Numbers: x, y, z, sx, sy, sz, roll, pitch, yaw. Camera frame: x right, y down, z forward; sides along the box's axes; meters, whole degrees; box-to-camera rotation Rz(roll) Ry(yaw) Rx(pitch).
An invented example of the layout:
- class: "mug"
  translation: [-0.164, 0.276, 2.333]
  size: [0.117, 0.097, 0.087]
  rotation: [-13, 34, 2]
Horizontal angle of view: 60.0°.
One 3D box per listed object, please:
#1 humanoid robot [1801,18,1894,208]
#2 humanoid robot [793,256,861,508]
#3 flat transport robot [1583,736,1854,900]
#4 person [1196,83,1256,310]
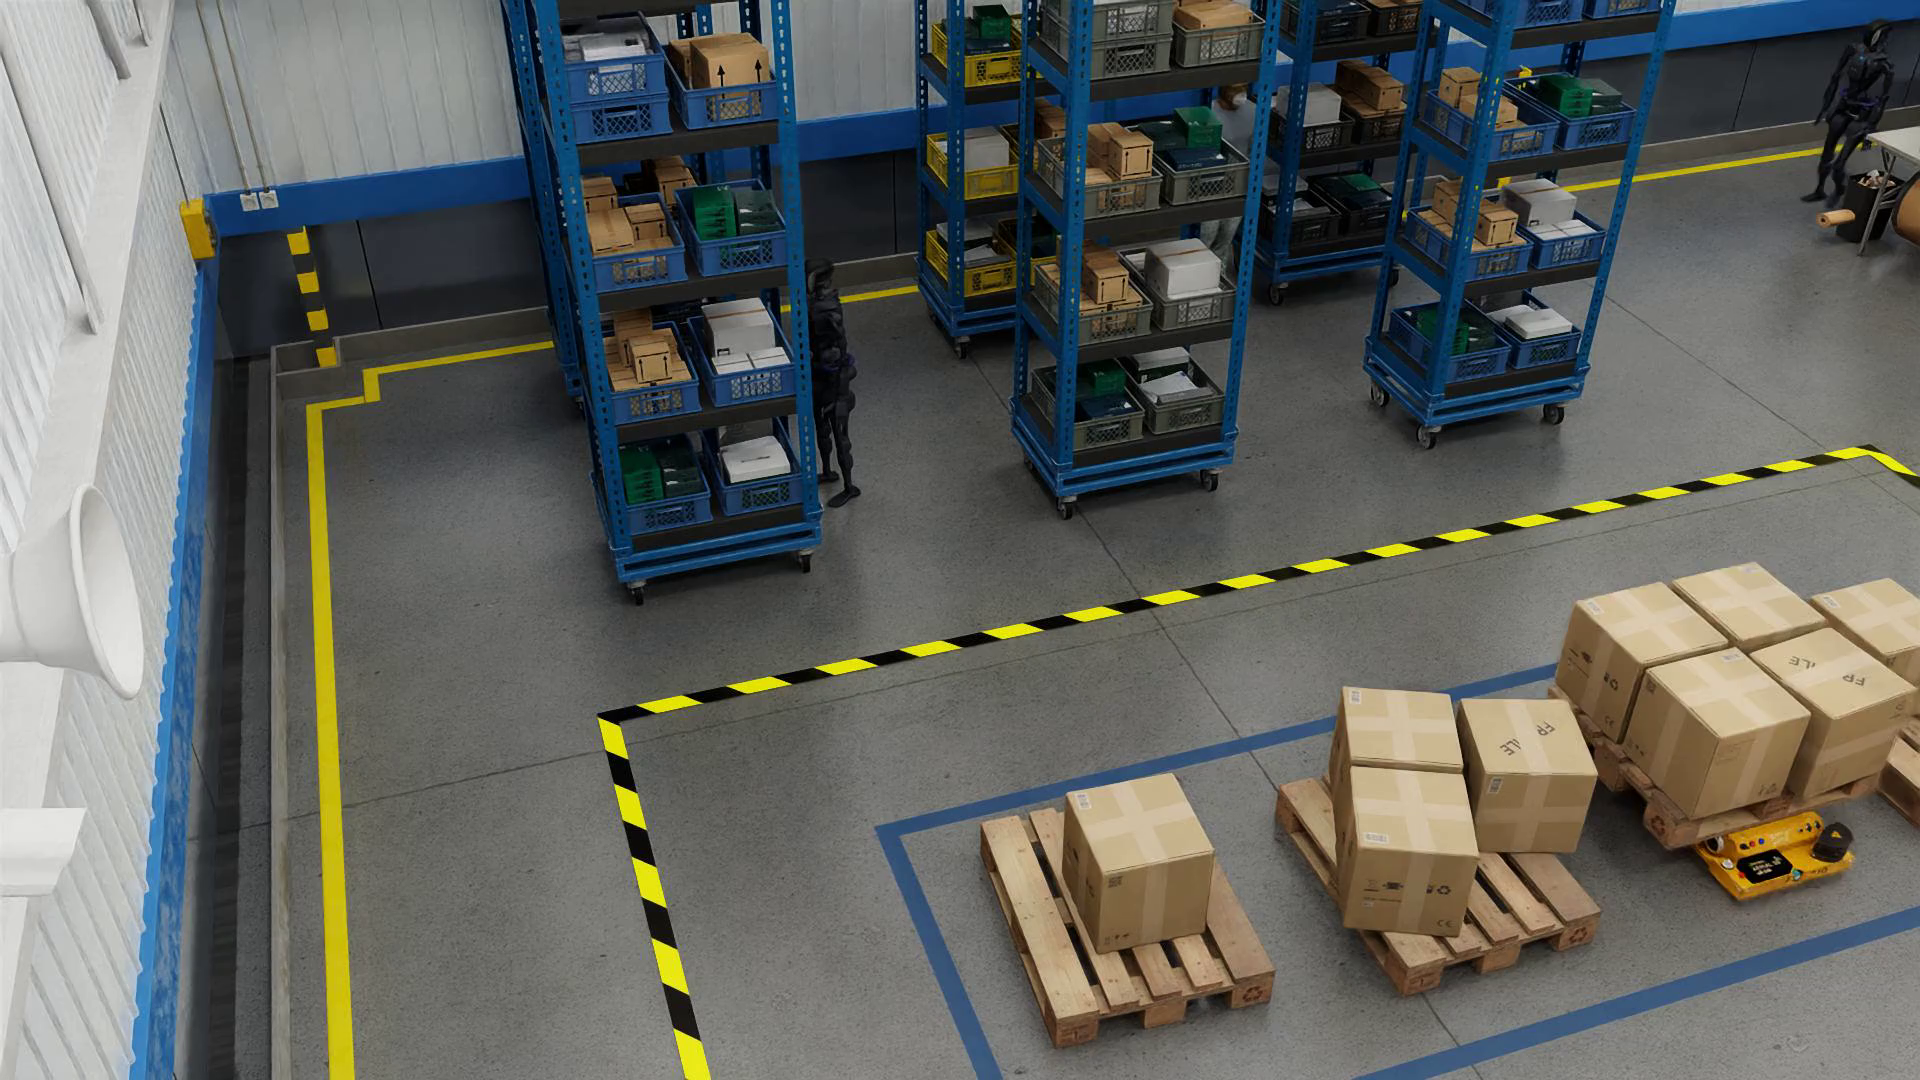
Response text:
- class: "humanoid robot"
  translation: [7.434, -3.551, 13.864]
  size: [0.365, 1.639, 0.590]
  rotation: [-15, 38, -21]
- class: "humanoid robot"
  translation: [-0.824, -0.974, 10.201]
  size: [0.315, 1.657, 0.599]
  rotation: [-21, 40, -27]
- class: "flat transport robot"
  translation: [3.726, 1.167, 8.377]
  size: [0.652, 0.197, 1.431]
  rotation: [-11, 37, -15]
- class: "person"
  translation: [1.913, -2.547, 12.218]
  size: [0.630, 1.940, 0.373]
  rotation: [-22, 41, -28]
